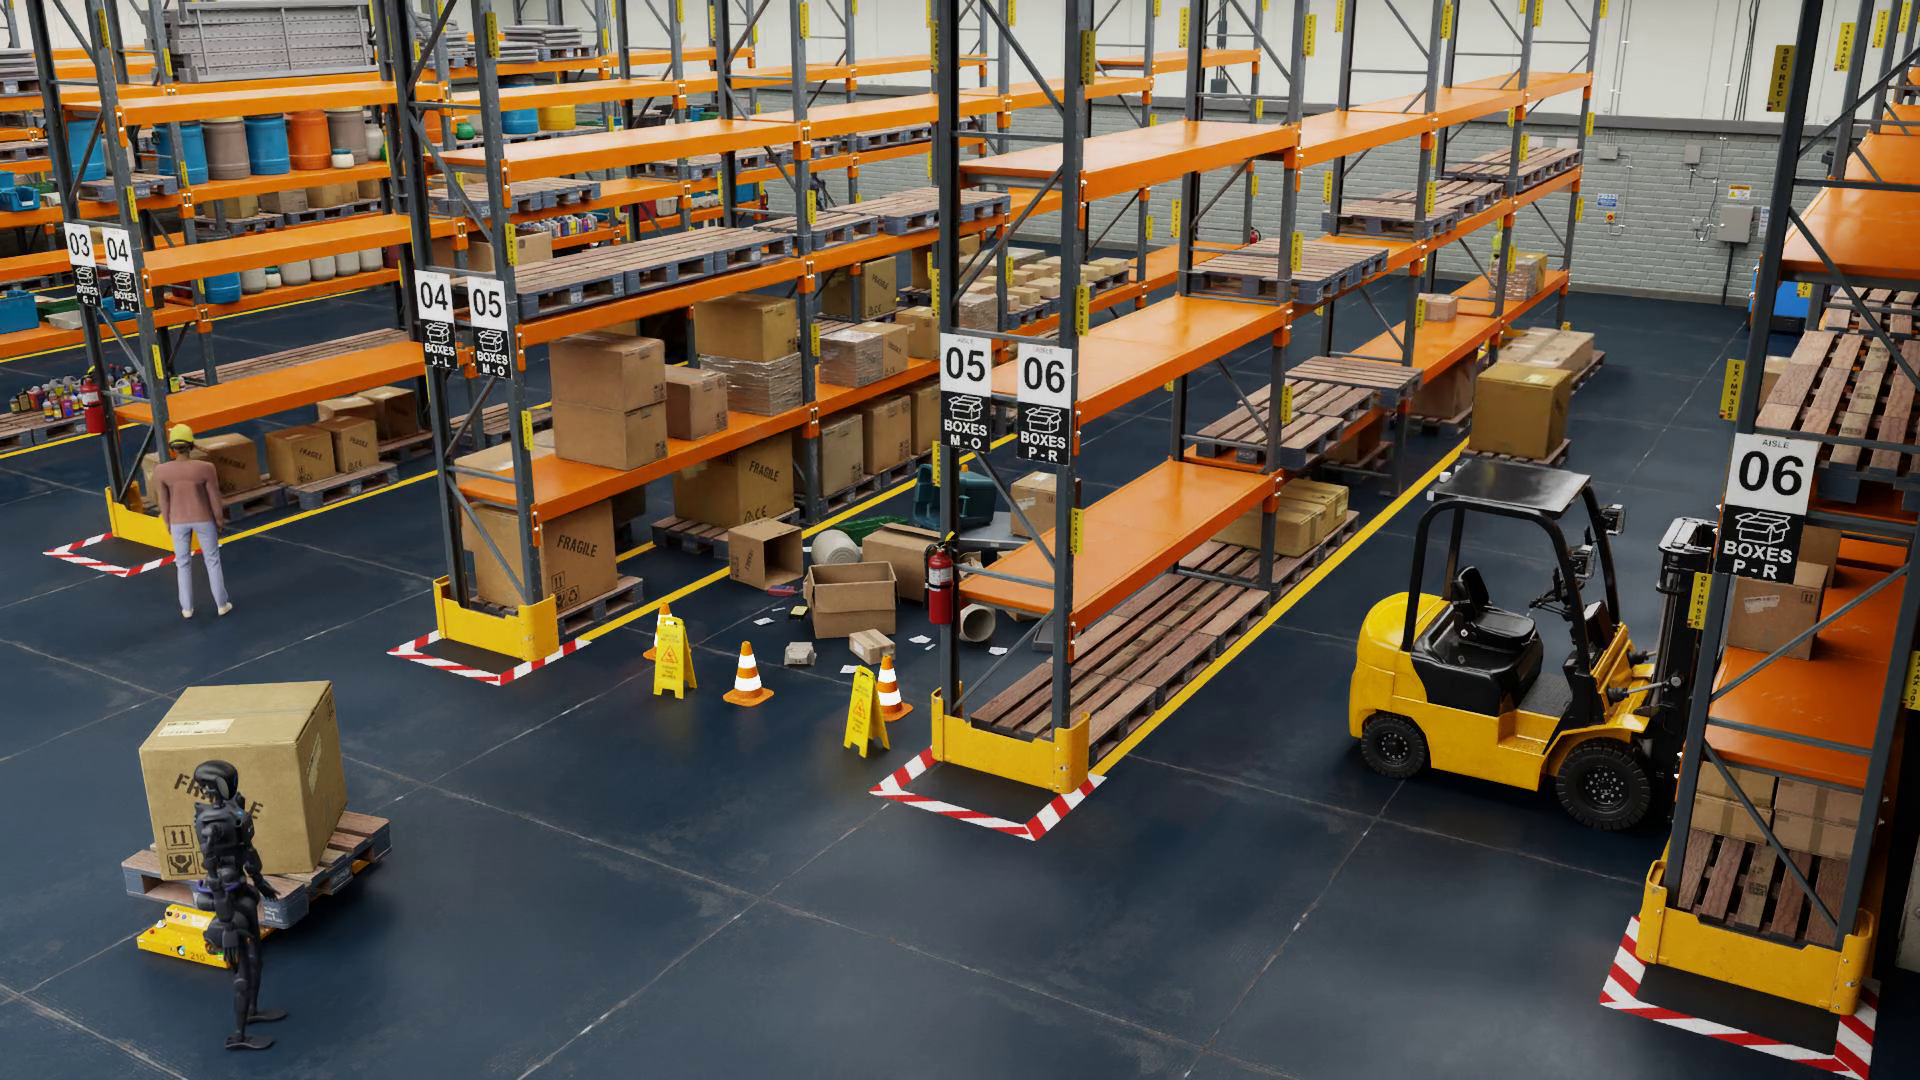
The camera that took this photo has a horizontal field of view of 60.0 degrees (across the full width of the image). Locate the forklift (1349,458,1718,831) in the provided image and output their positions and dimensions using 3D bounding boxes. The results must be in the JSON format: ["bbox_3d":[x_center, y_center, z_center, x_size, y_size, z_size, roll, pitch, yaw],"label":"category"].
[{"bbox_3d":[3.988,0.658,11.776,2.313,2.155,1.214,11,22,29],"label":"forklift"}]

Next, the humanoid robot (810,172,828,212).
[{"bbox_3d":[-3.005,-6.927,34.583,0.612,1.635,0.789,-10,21,-26],"label":"humanoid robot"}]

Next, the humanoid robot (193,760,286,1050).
[{"bbox_3d":[-3.858,1.927,8.883,0.326,1.654,0.589,-2,19,-6],"label":"humanoid robot"}]

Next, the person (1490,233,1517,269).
[{"bbox_3d":[9.004,-4.536,27.623,0.579,1.684,0.496,-10,22,-27],"label":"person"}]

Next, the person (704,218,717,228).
[{"bbox_3d":[-5.235,-7.064,34.869,0.489,1.688,0.350,-6,20,-17],"label":"person"}]

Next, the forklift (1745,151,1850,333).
[{"bbox_3d":[13.620,-4.667,26.137,1.873,2.768,1.129,11,22,29],"label":"forklift"}]

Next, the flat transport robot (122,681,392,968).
[{"bbox_3d":[-4.346,2.161,10.368,0.659,0.231,1.431,6,20,18],"label":"flat transport robot"}]

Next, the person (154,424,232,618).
[{"bbox_3d":[-6.838,-0.172,14.839,0.519,1.758,0.347,-5,20,-13],"label":"person"}]
